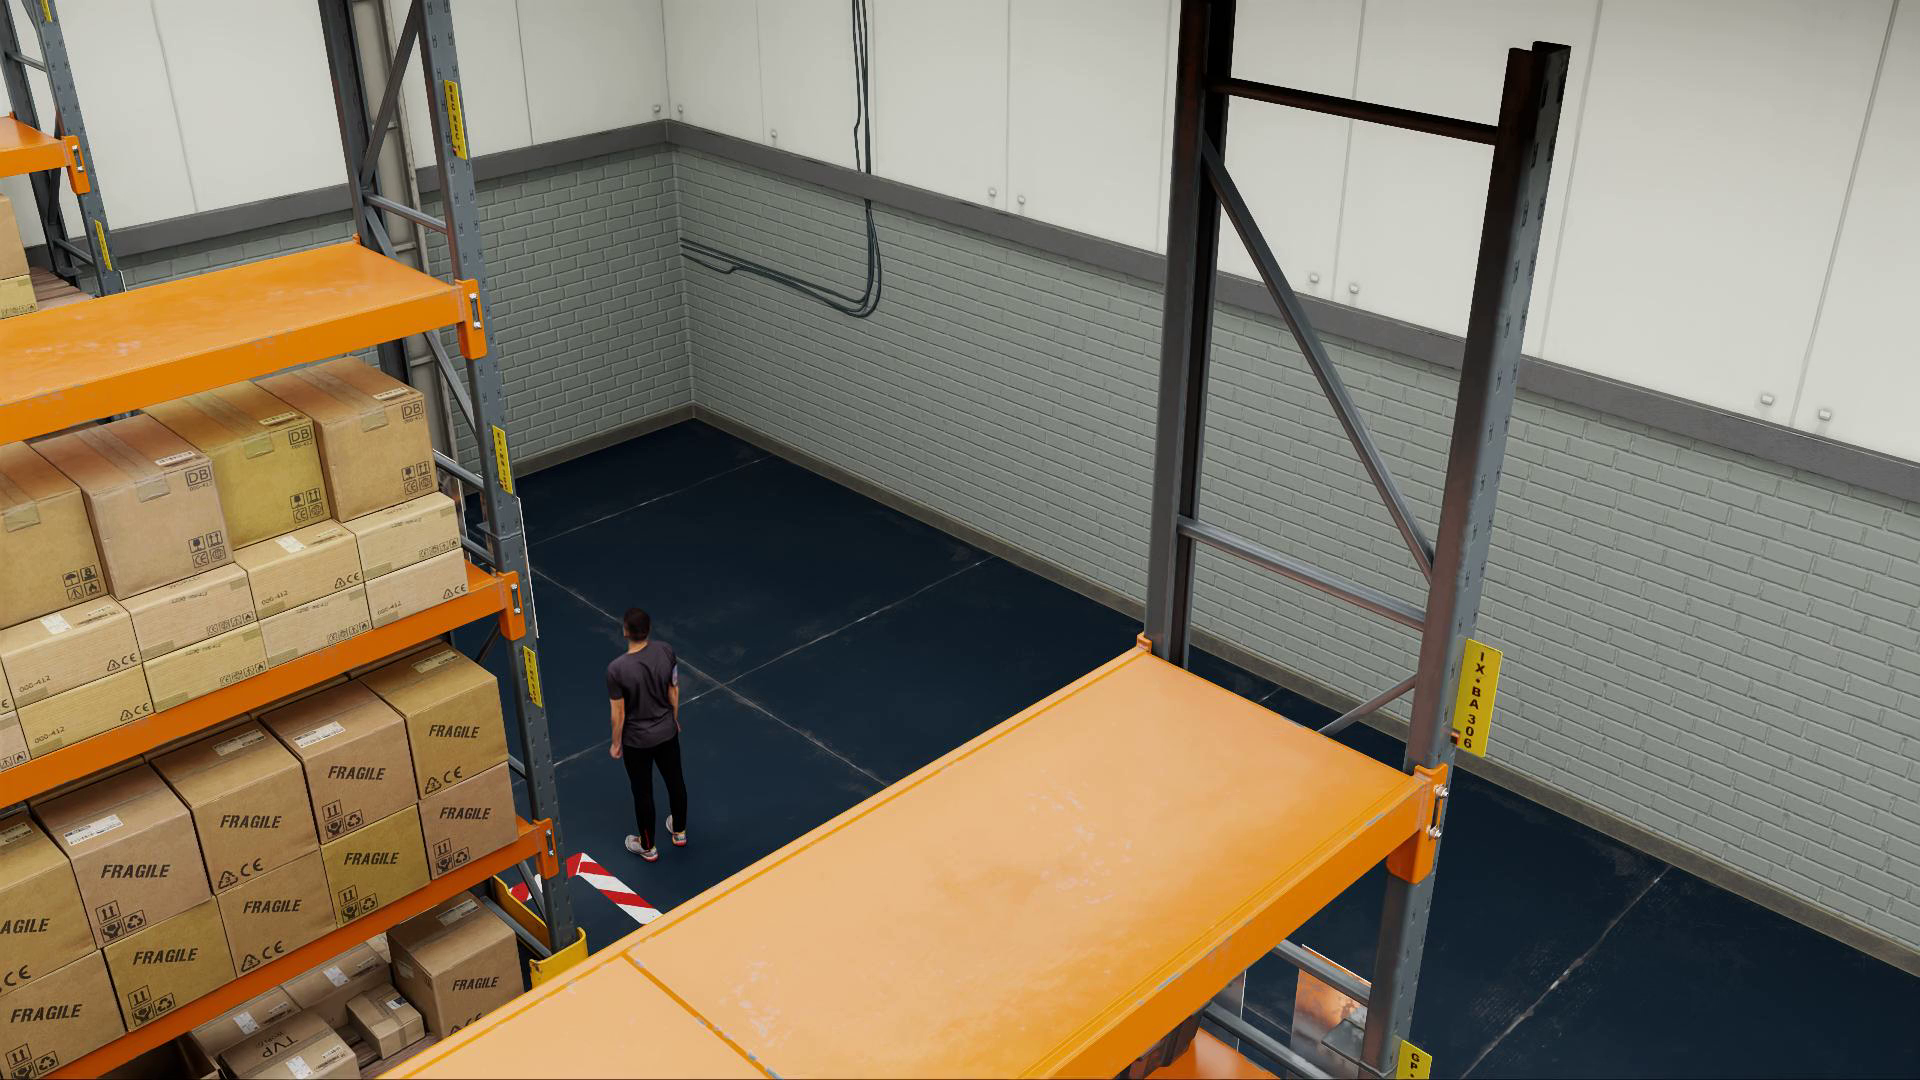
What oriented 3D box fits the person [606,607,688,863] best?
[{"bbox_3d":[-1.943,1.204,10.379,0.514,1.764,0.712,-20,34,-34],"label":"person"}]
